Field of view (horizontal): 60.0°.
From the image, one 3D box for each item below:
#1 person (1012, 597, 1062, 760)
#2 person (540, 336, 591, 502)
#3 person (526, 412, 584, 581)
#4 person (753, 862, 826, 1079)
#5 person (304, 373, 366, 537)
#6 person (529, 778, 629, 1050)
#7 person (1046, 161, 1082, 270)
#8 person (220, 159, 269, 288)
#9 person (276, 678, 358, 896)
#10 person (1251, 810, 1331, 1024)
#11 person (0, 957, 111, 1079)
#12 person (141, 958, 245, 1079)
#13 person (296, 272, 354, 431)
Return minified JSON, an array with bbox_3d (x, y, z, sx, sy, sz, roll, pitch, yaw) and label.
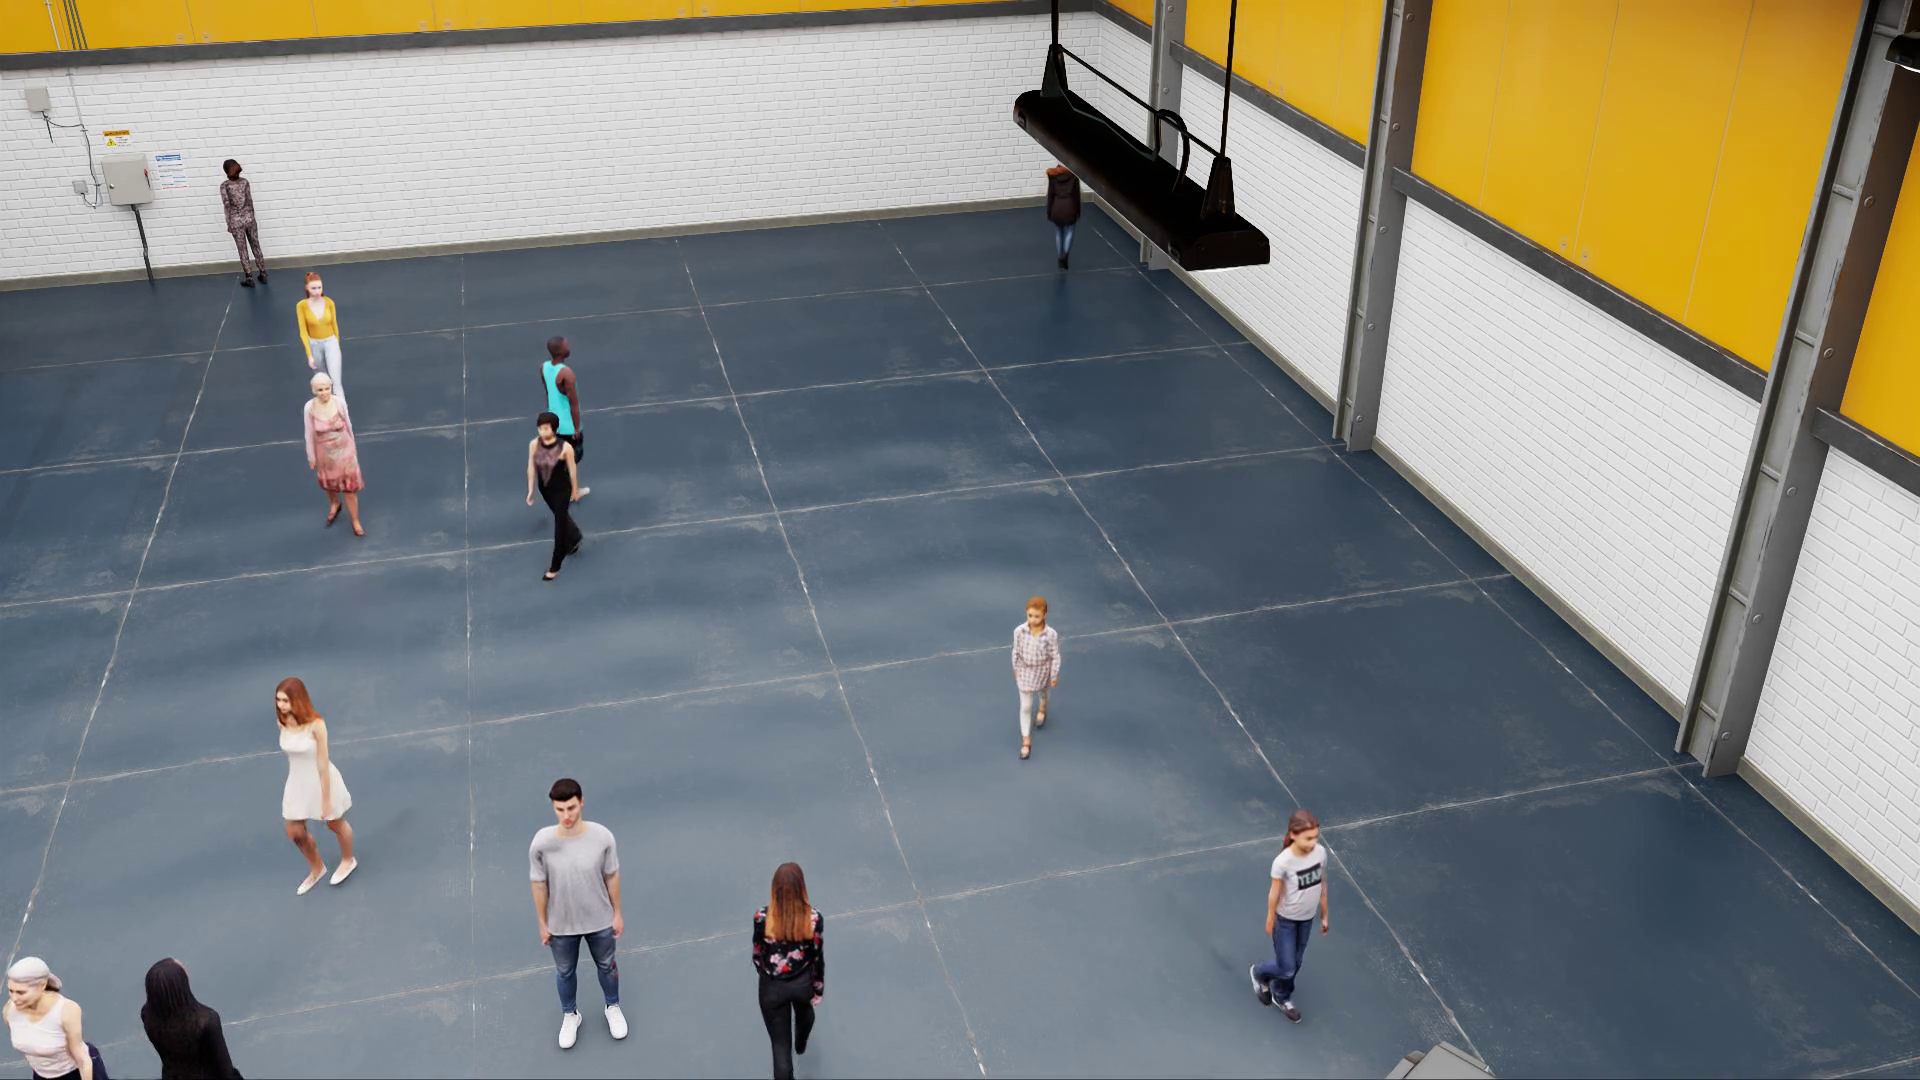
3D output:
[{"bbox_3d":[0.605,0.987,12.958,0.802,1.278,1.015,6,29,10],"label":"person"},{"bbox_3d":[-3.937,-1.111,16.269,0.992,1.791,1.027,17,33,29],"label":"person"},{"bbox_3d":[-3.694,-0.467,15.338,0.941,1.552,1.114,9,30,15],"label":"person"},{"bbox_3d":[-0.989,2.628,9.574,0.644,1.638,1.131,-4,29,-8],"label":"person"},{"bbox_3d":[-6.037,-0.871,15.979,0.727,1.648,0.976,-13,31,-22],"label":"person"},{"bbox_3d":[-2.291,2.236,10.031,0.662,1.890,0.542,-7,29,-12],"label":"person"},{"bbox_3d":[1.412,-4.441,22.548,0.826,1.625,0.932,5,29,9],"label":"person"},{"bbox_3d":[-9.503,-4.208,22.027,0.729,1.714,0.684,21,35,33],"label":"person"},{"bbox_3d":[-4.342,1.621,11.363,0.721,1.693,0.791,7,29,13],"label":"person"},{"bbox_3d":[2.029,2.279,10.302,0.611,1.553,0.690,-14,32,-24],"label":"person"},{"bbox_3d":[-4.802,2.887,9.087,0.926,1.650,1.239,4,29,7],"label":"person"},{"bbox_3d":[-4.097,2.976,8.861,0.715,1.711,0.745,4,29,8],"label":"person"},{"bbox_3d":[-6.983,-2.076,18.145,0.777,1.689,1.261,-16,32,-26],"label":"person"}]
